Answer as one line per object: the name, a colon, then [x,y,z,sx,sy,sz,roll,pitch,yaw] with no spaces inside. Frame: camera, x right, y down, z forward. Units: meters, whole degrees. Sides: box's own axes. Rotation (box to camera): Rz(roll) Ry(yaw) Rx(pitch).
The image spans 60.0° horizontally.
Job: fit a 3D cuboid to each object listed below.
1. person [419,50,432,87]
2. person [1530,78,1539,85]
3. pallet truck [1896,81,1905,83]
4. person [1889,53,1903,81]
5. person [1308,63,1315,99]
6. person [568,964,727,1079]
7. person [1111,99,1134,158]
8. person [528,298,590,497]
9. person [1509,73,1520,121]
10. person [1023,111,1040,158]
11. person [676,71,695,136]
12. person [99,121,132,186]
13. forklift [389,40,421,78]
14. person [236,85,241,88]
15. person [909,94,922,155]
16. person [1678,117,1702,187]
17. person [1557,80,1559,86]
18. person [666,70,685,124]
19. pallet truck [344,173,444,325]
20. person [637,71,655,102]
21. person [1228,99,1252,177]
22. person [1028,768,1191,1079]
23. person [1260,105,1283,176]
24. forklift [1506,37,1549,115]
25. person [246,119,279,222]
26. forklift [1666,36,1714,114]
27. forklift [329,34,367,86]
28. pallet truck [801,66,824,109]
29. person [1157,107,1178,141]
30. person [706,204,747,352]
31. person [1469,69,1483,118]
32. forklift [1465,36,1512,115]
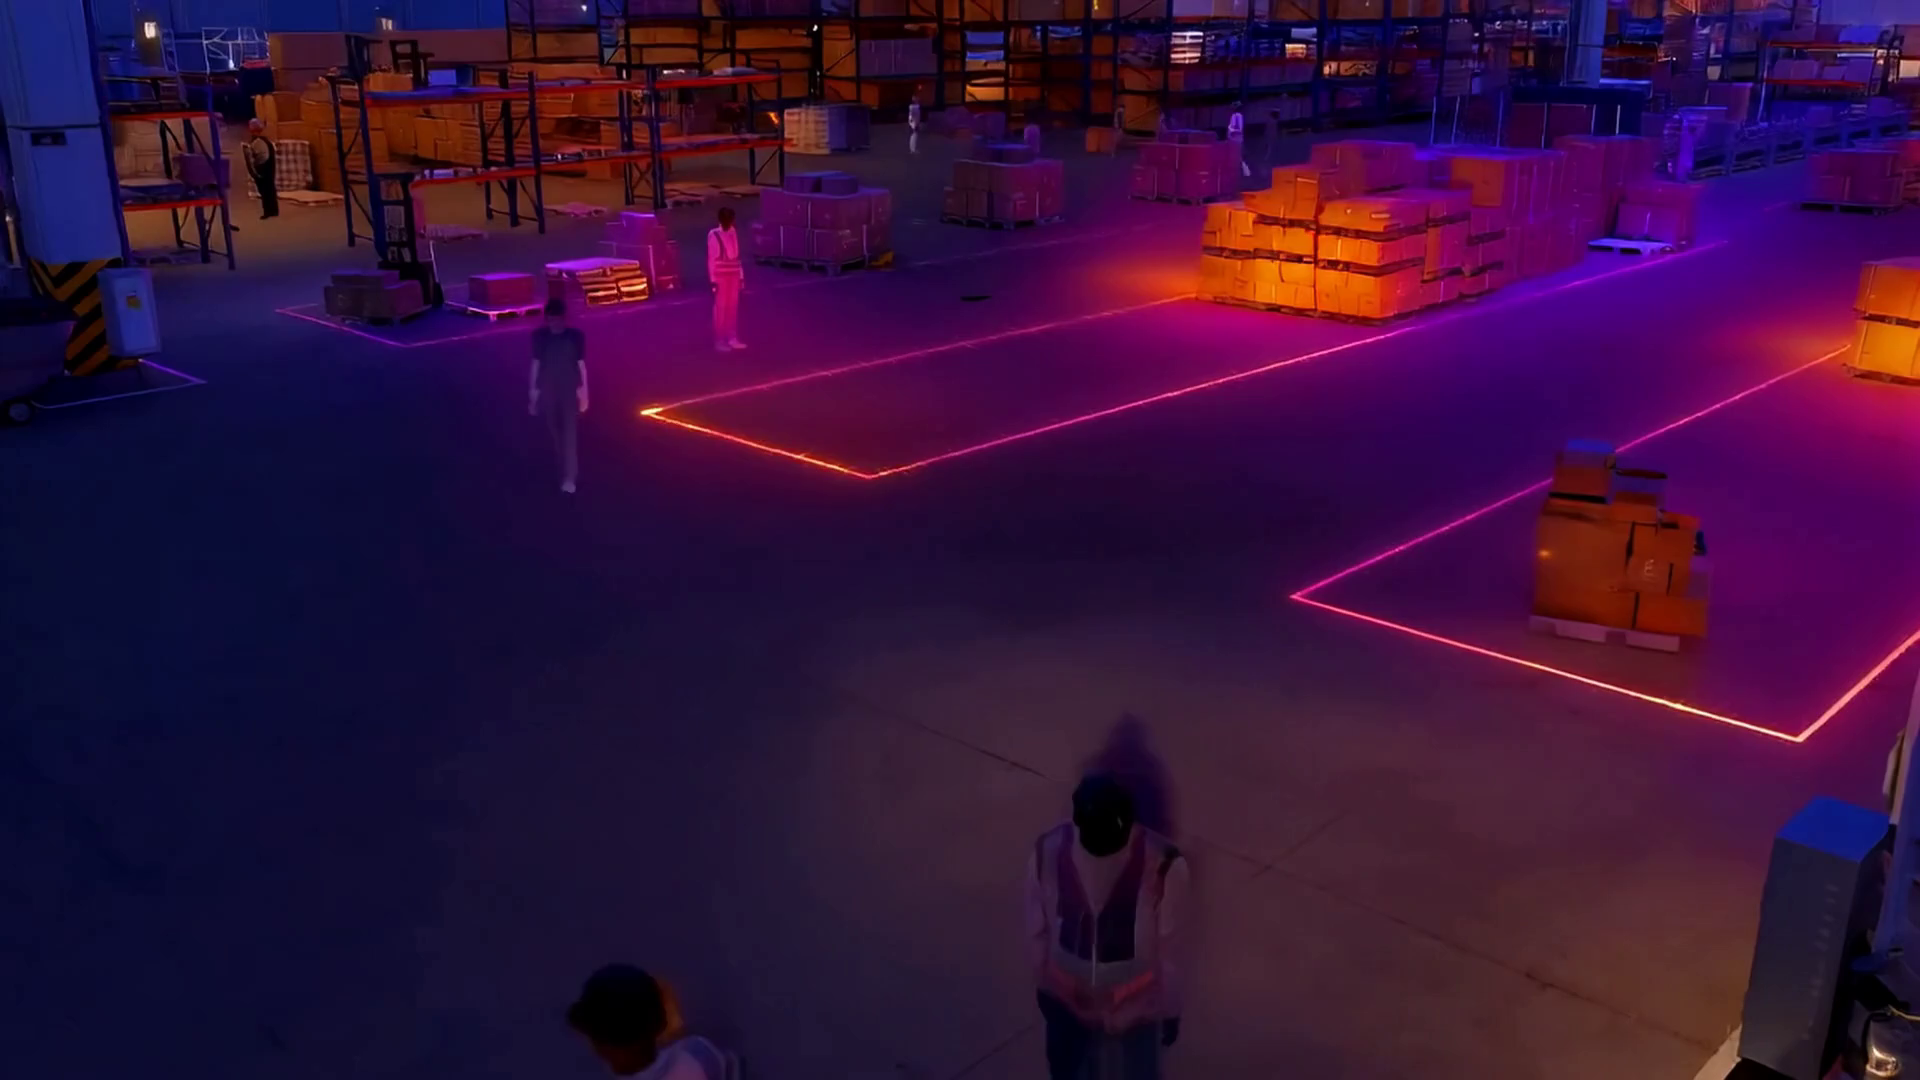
person: [-23.404,-20.416,72.765,0.553,1.935,0.364,-7,19,-19]
person: [17.595,-13.177,50.991,0.790,1.911,0.552,-15,24,-38]
pallet truck: [34.802,-16.331,61.455,0.653,1.274,1.630,17,25,41]
person: [39.722,-19.801,70.923,1.009,1.947,0.667,-1,18,-2]
person: [14.908,-19.425,70.176,0.542,1.678,0.477,9,20,25]
person: [-0.908,2.110,4.977,1.042,1.896,0.607,14,23,36]
person: [4.552,-11.388,46.071,0.785,1.601,0.536,-2,18,-6]
person: [-3.722,-1.317,15.406,0.506,1.825,0.932,1,18,2]
person: [19.788,-15.806,59.348,0.280,1.636,0.500,8,20,23]
person: [1.556,-8.656,37.381,1.012,1.905,0.620,13,22,34]
person: [-8.816,-13.986,53.302,0.625,1.992,0.388,13,22,34]
person: [-20.047,-9.311,39.410,1.049,1.896,0.639,12,22,33]
forklift: [-19.254,-15.989,57.955,1.873,2.768,1.129,17,25,41]
person: [-20.195,-11.836,46.914,0.373,1.940,0.628,4,19,12]
person: [-1.266,-11.773,47.115,0.320,1.691,0.531,8,20,22]
person: [15.441,-7.973,35.284,0.376,1.933,0.545,3,19,9]
person: [20.801,-15.225,57.600,0.499,1.634,0.285,-9,20,-25]
person: [-9.910,-15.368,57.738,0.650,1.825,0.631,-16,24,-40]
pallet truck: [-8.209,-4.181,23.757,0.823,1.965,1.885,3,19,9]
person: [-10.604,-14.975,56.446,0.703,1.891,0.565,9,20,26]
person: [6.913,-9.932,41.214,0.778,1.919,0.545,12,22,32]
person: [0.566,1.677,6.383,0.624,1.824,0.756,5,19,14]
person: [7.912,-10.022,41.775,0.742,1.723,0.522,-3,19,-8]
forklift: [21.020,-16.854,60.559,1.873,2.768,1.129,2,18,6]
person: [-14.101,-7.459,33.566,0.538,2.000,0.688,0,18,1]
forklift: [27.341,-17.291,61.877,1.129,2.768,1.873,17,25,41]
forklift: [-23.552,-18.268,64.821,1.129,2.768,1.873,17,25,41]
pallet truck: [-4.812,-15.182,56.903,0.823,1.965,1.885,-9,21,-26]
person: [5.412,-10.469,43.354,0.511,1.581,0.900,-6,19,-18]
person: [-3.027,-3.412,21.616,0.355,1.886,0.572,13,22,34]
person: [18.840,-16.226,60.460,0.549,1.736,0.536,17,25,42]
forklift: [19.973,-17.201,61.605,1.873,2.768,1.129,16,24,40]
